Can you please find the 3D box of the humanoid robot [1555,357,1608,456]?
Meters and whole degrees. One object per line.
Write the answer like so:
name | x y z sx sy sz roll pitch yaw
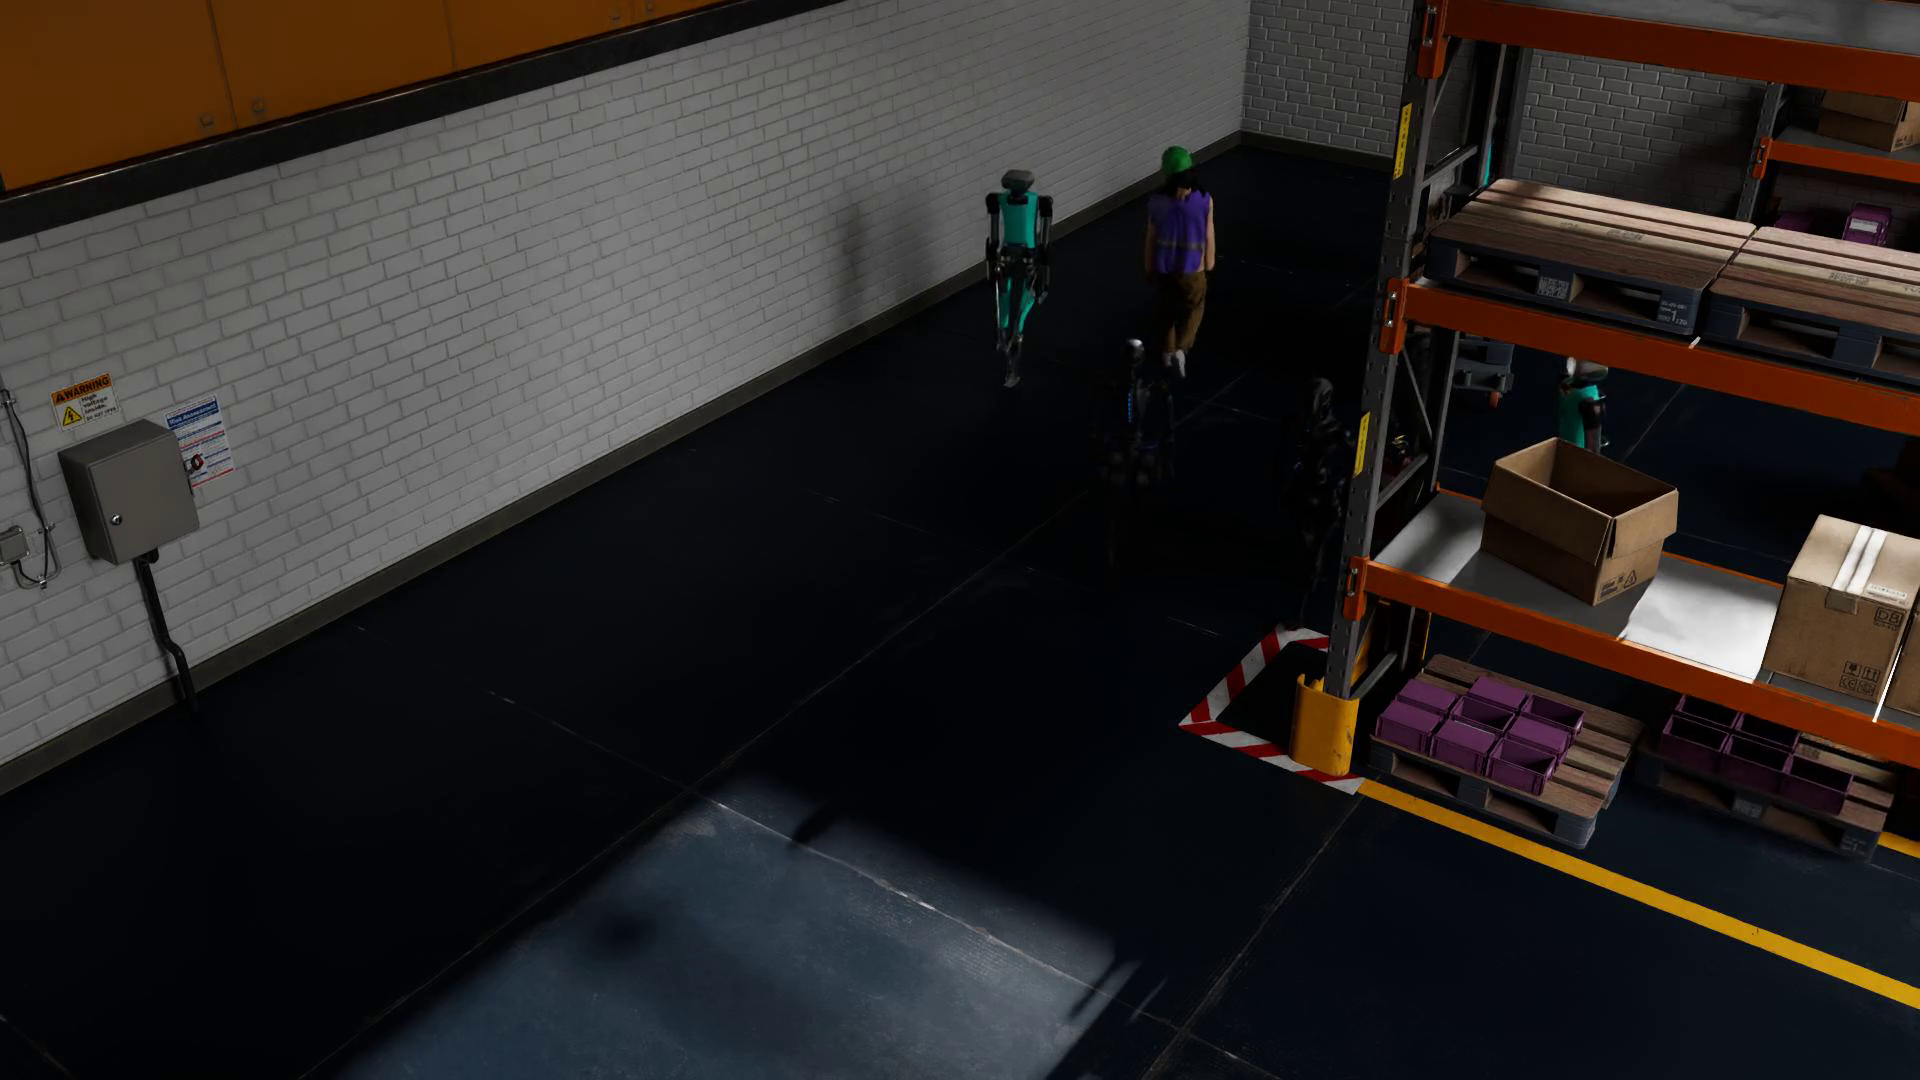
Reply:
humanoid robot | 3.931 -0.303 10.094 0.935 1.746 0.552 -1 30 -2

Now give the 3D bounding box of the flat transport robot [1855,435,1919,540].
flat transport robot | 6.650 0.070 10.918 1.431 0.231 0.659 -2 30 -4

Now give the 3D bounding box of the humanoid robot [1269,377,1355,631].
humanoid robot | 2.154 -0.266 10.135 0.616 1.616 0.800 25 39 37

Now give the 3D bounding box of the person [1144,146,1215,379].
person | 1.748 -2.209 13.242 0.558 1.894 0.738 9 31 15

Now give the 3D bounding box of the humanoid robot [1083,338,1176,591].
humanoid robot | 1.062 -0.471 10.451 0.600 1.630 0.581 5 30 8

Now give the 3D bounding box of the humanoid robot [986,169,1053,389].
humanoid robot | 0.418 -1.979 12.992 0.542 1.734 0.982 8 31 13

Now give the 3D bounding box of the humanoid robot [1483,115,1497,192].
humanoid robot | 4.762 -2.813 14.523 1.021 1.775 0.537 10 31 16

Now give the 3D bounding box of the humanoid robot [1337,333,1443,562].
humanoid robot | 2.902 -0.548 10.652 0.766 1.646 0.586 -11 32 -18
